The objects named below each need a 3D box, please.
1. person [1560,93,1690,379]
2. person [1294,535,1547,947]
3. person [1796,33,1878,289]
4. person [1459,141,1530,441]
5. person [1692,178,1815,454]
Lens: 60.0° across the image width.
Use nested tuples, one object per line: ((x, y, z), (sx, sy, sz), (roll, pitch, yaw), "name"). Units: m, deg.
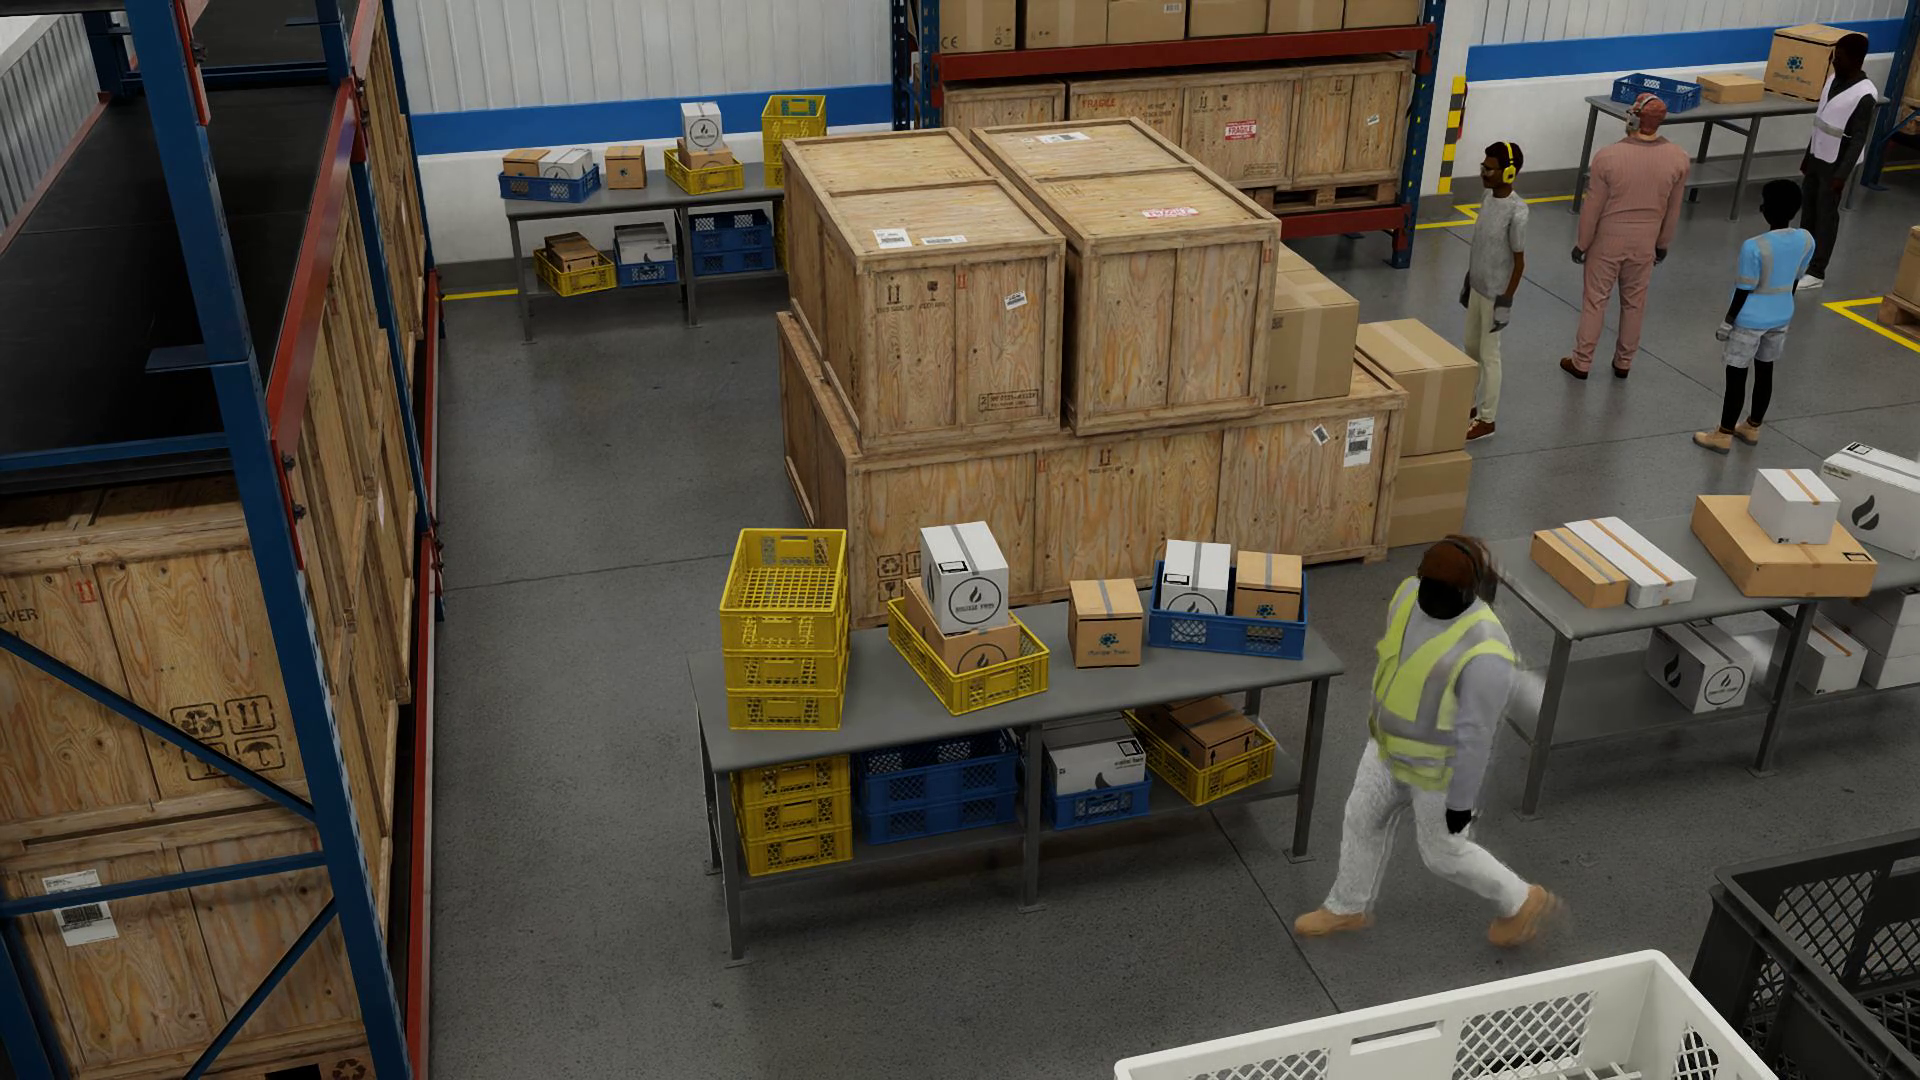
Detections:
((4.387, -1.995, 11.021), (0.651, 1.912, 0.409), (-1, 29, -1), "person")
((1.774, 0.763, 6.124), (0.836, 1.812, 0.661), (-8, 30, -14), "person")
((6.588, -2.859, 12.590), (0.391, 1.913, 0.587), (-1, 29, -2), "person")
((3.229, -1.513, 10.199), (0.317, 1.860, 0.523), (-5, 29, -9), "person")
((4.818, -1.339, 10.054), (0.533, 1.693, 0.319), (-13, 31, -21), "person")
